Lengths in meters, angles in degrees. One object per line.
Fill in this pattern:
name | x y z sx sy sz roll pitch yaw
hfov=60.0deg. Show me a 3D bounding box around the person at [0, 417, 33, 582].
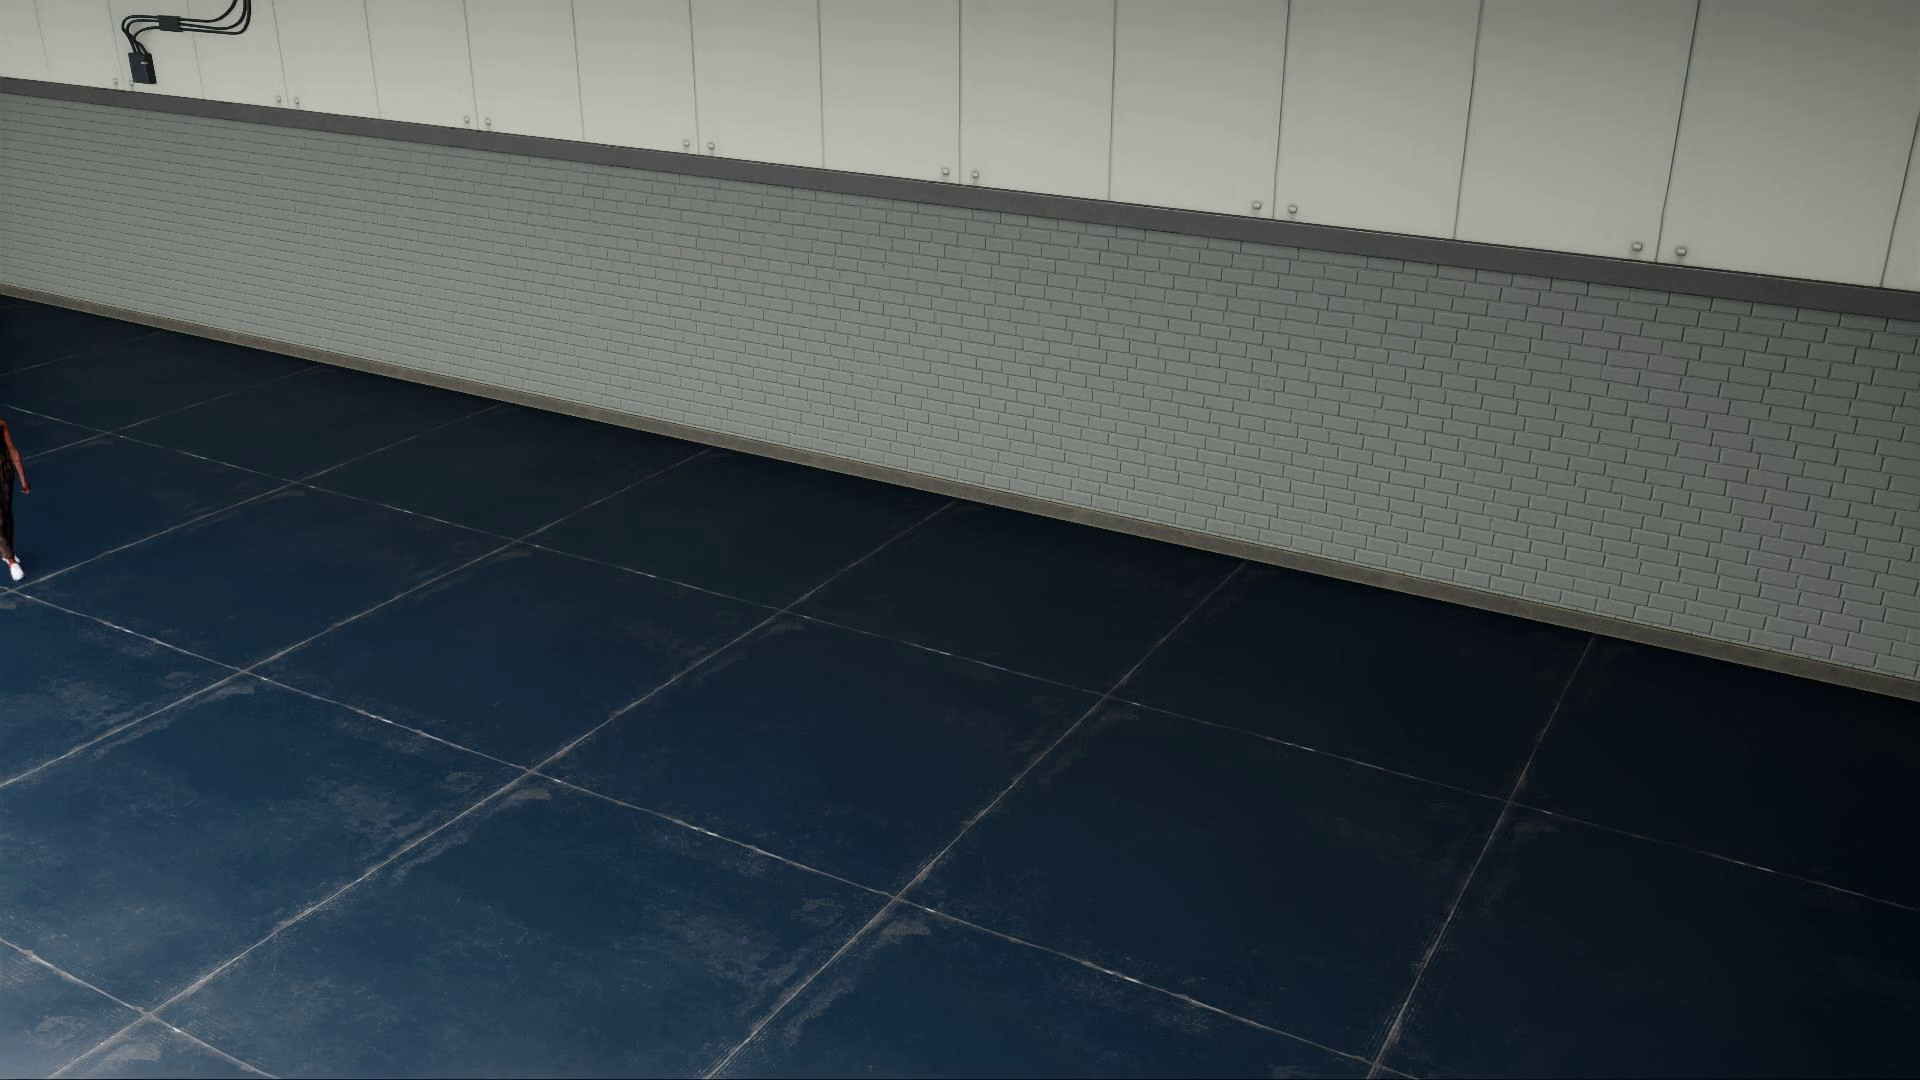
person | -8.431 -0.532 14.476 0.804 1.668 0.969 20 30 38
